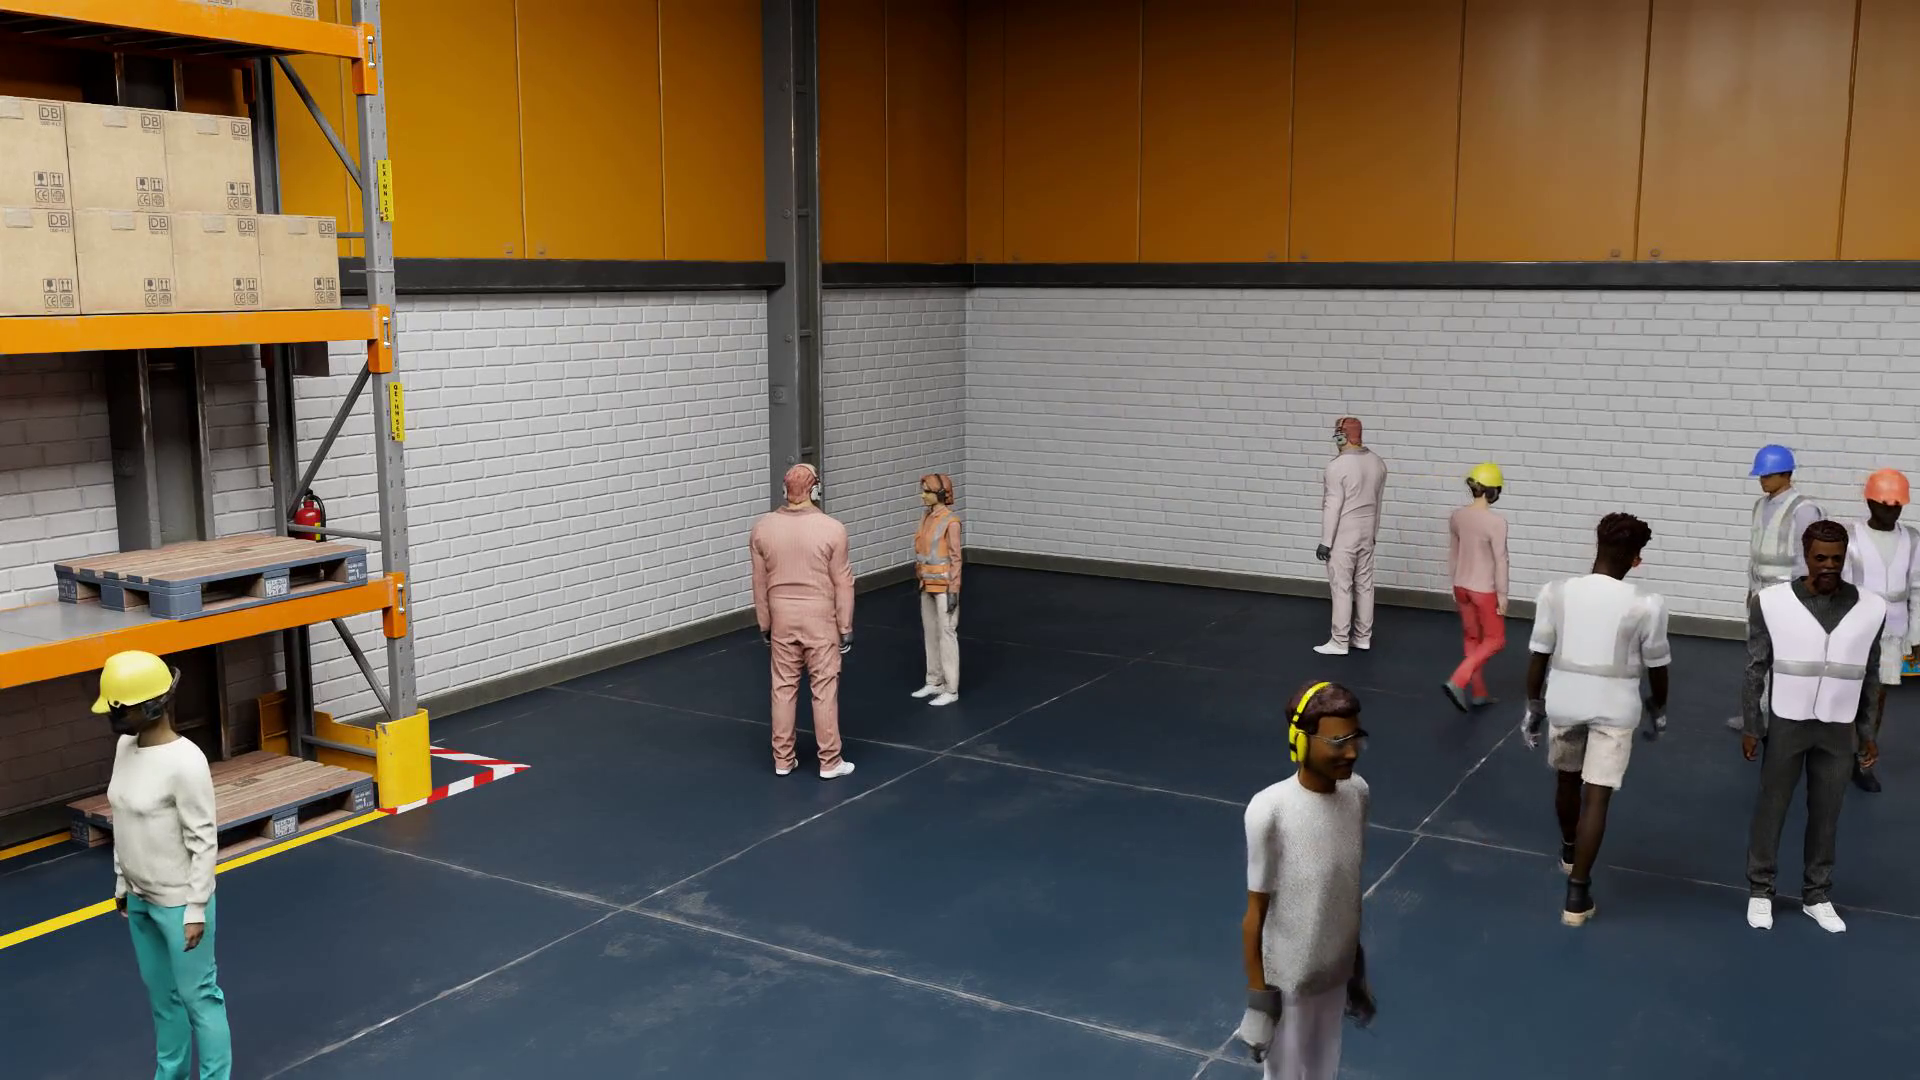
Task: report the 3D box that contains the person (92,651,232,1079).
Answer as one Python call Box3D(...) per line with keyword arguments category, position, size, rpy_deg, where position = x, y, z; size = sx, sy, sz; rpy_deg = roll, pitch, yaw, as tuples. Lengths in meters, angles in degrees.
Box3D(category="person", position=(-2.776, 1.239, 5.770), size=(0.523, 1.760, 0.327), rpy_deg=(6, 11, 34))

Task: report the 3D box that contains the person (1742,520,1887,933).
Box3D(category="person", position=(3.925, 0.850, 7.692), size=(0.598, 1.917, 0.378), rpy_deg=(1, 9, 8))

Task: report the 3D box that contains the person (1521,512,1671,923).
Box3D(category="person", position=(3.080, 0.806, 8.017), size=(0.613, 1.897, 1.002), rpy_deg=(7, 12, 38))

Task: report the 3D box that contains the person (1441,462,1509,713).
Box3D(category="person", position=(3.549, 0.333, 11.444), size=(0.577, 1.758, 0.545), rpy_deg=(-5, 10, -26))

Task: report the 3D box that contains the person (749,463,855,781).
Box3D(category="person", position=(-0.919, 0.491, 9.971), size=(0.640, 1.910, 0.409), rpy_deg=(3, 10, 17))

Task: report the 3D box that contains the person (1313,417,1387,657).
Box3D(category="person", position=(3.076, -0.028, 13.234), size=(0.639, 1.903, 0.407), rpy_deg=(-7, 11, -36))

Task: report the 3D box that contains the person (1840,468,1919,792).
Box3D(category="person", position=(5.341, 0.528, 9.720), size=(0.544, 1.921, 0.405), rpy_deg=(0, 9, 2))

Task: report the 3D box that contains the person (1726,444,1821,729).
Box3D(category="person", position=(5.458, 0.329, 10.957), size=(0.649, 1.920, 0.629), rpy_deg=(-1, 9, -8))

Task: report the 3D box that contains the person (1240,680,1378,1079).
Box3D(category="person", position=(1.039, 1.319, 4.936), size=(0.532, 1.867, 0.319), rpy_deg=(-7, 12, -39))

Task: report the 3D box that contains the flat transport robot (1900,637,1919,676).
Box3D(category="flat transport robot", position=(7.071, 0.884, 12.613), size=(1.431, 0.197, 0.652), rpy_deg=(-1, 9, -5))

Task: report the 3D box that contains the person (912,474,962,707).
Box3D(category="person", position=(-0.156, 0.346, 11.717), size=(0.321, 1.639, 0.536), rpy_deg=(-5, 11, -30))
